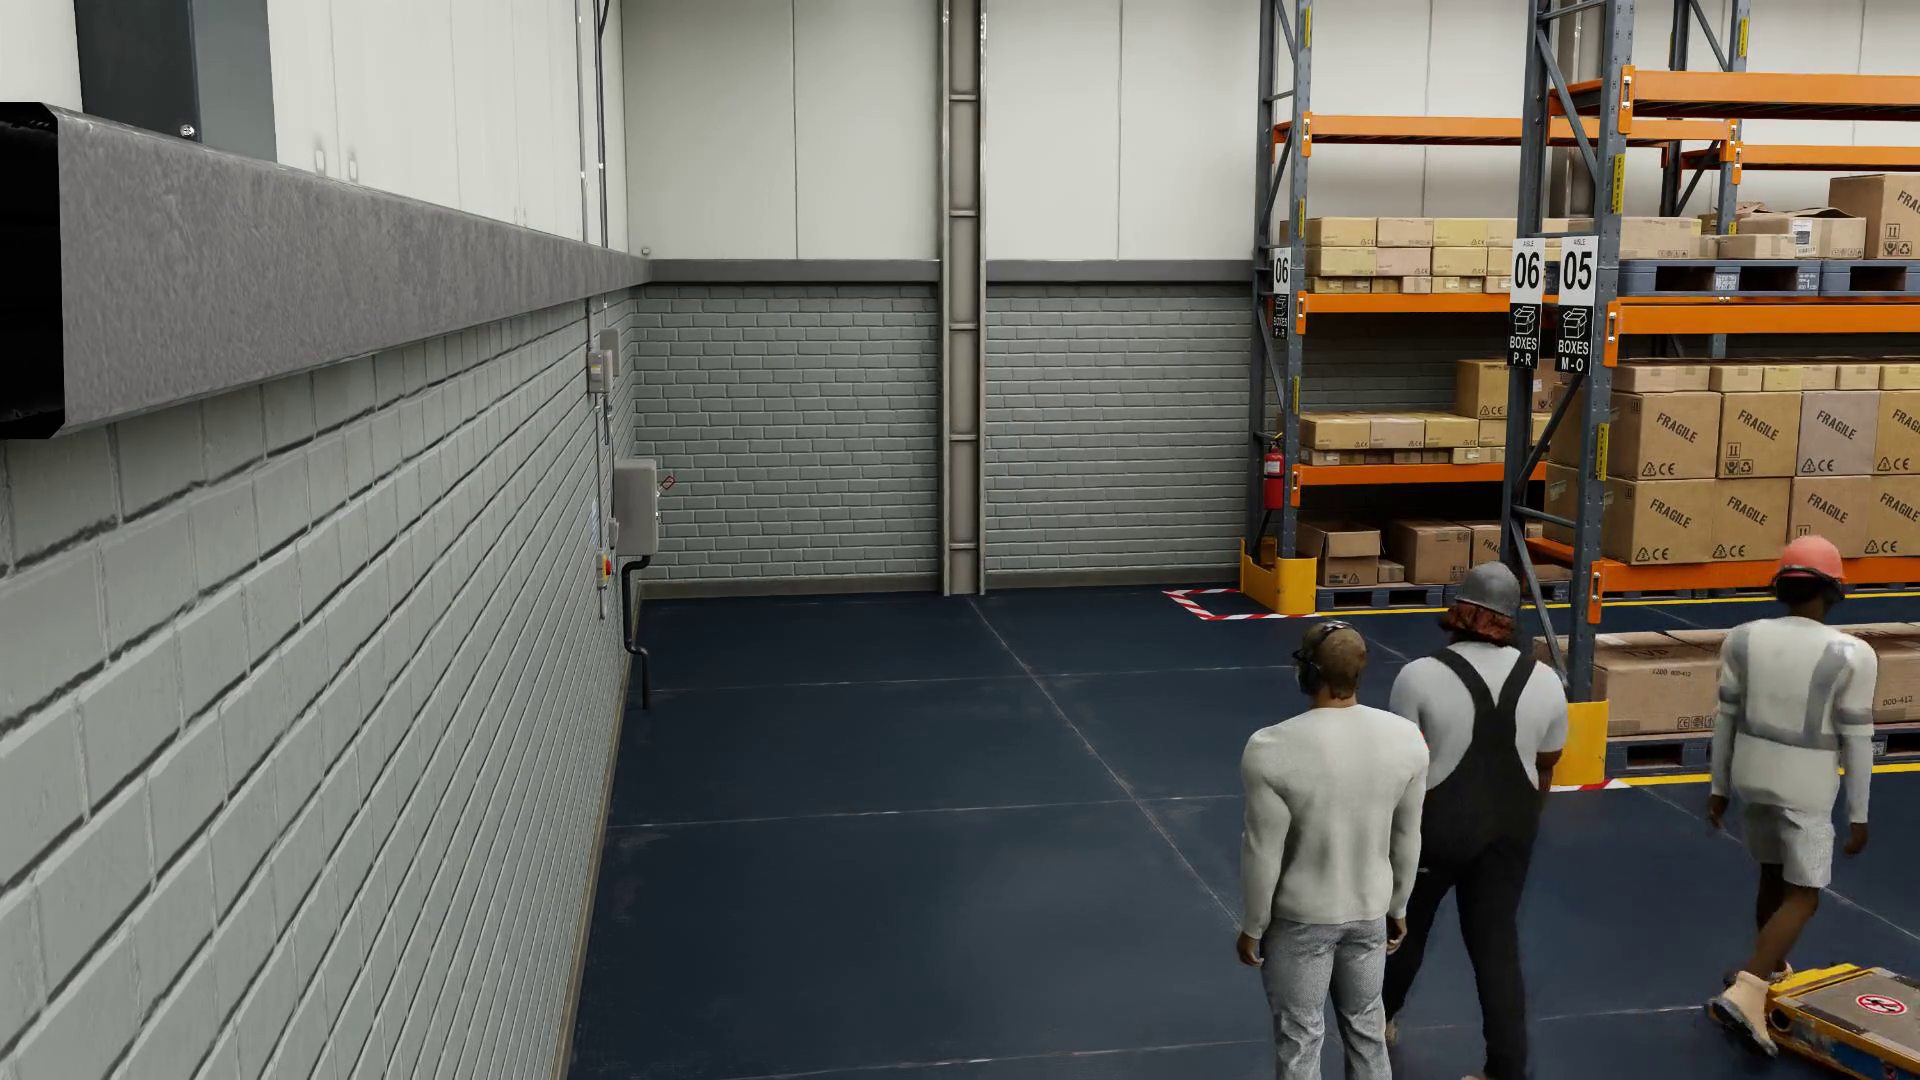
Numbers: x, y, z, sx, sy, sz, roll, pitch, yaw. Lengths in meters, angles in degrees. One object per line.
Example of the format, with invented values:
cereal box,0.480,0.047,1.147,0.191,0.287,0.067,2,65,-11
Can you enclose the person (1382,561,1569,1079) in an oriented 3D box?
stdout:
person,1.880,1.022,6.195,0.715,2.000,1.002,-1,9,-8

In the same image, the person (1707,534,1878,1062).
person,3.191,0.991,6.547,0.881,2.003,0.635,-6,11,-34

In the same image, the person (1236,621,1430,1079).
person,1.179,1.207,5.369,0.632,1.940,0.372,-3,10,-15

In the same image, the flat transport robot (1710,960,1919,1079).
flat transport robot,3.632,1.904,6.198,0.652,0.197,1.431,-5,10,-28
